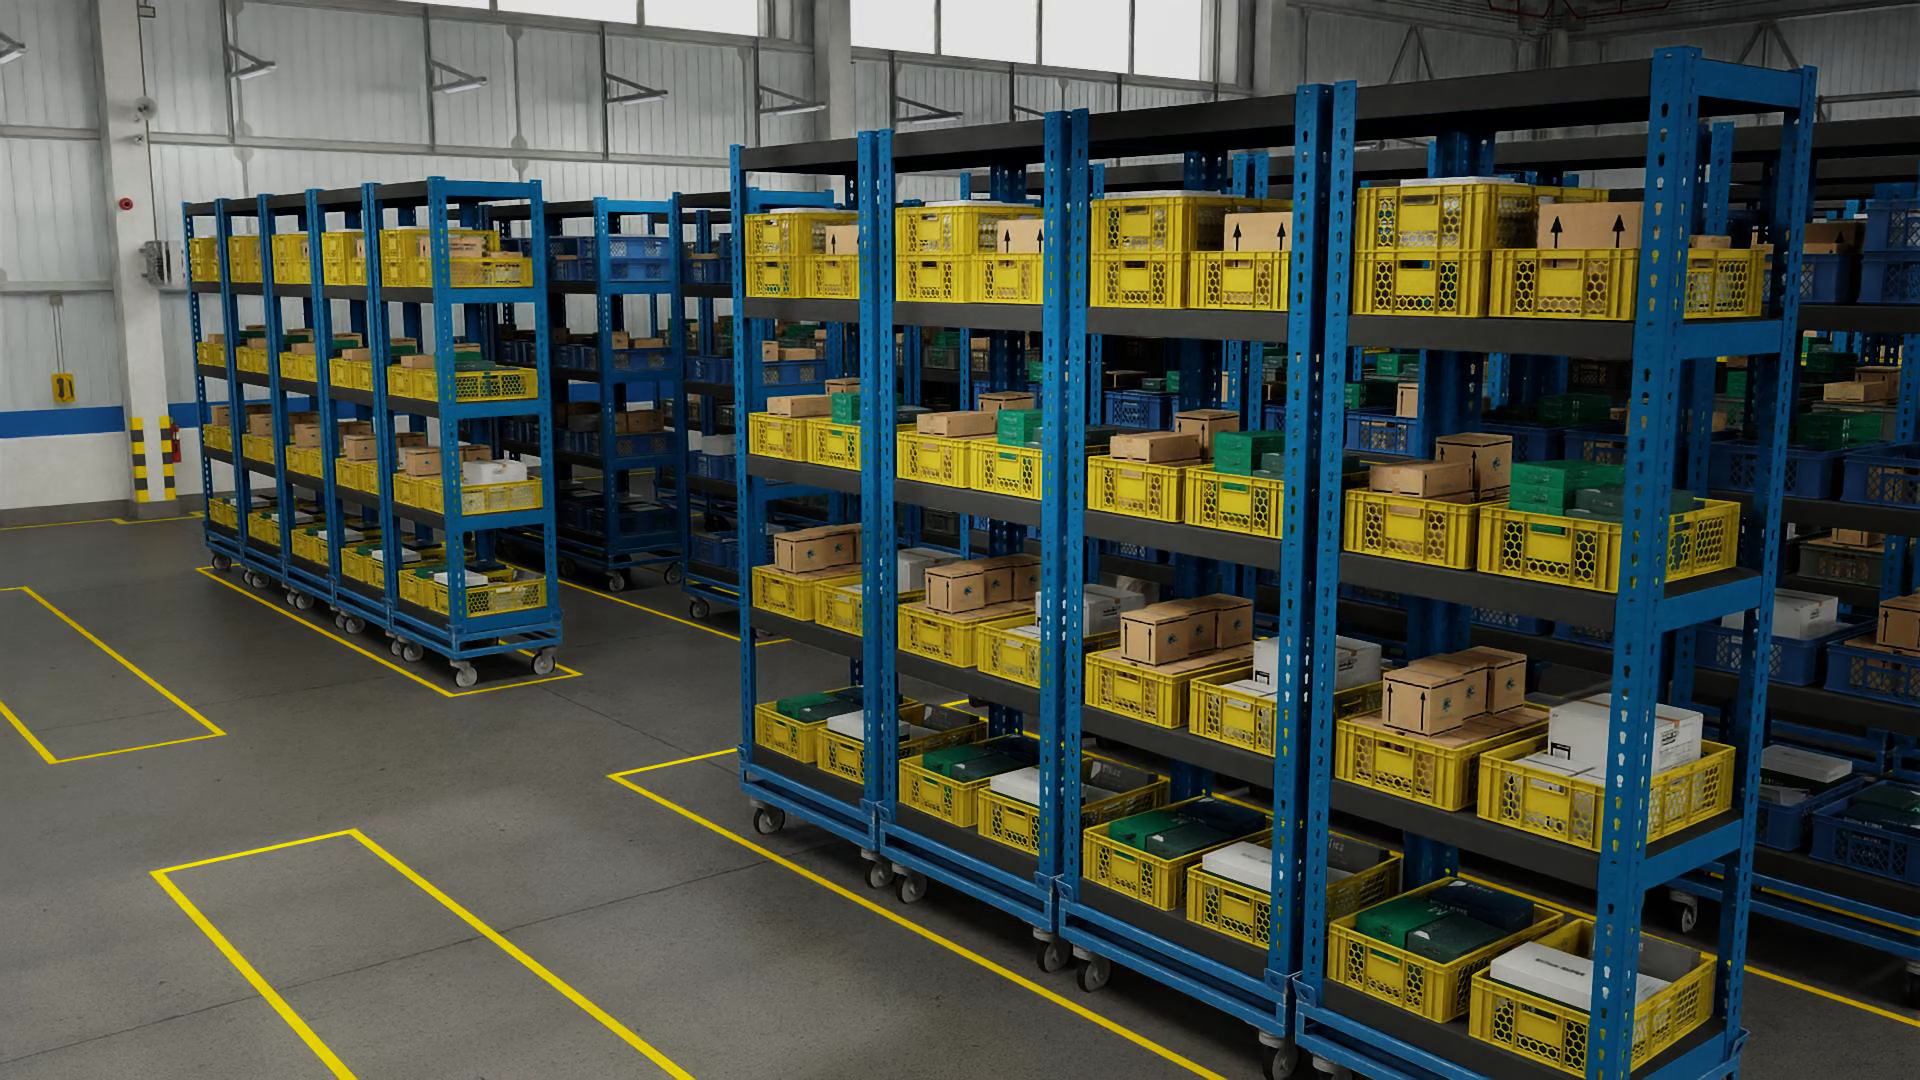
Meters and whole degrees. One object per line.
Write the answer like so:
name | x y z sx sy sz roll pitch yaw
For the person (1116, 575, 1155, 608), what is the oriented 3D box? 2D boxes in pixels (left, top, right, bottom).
person | 1.447 -0.113 12.922 0.394 1.994 0.612 9 13 44
